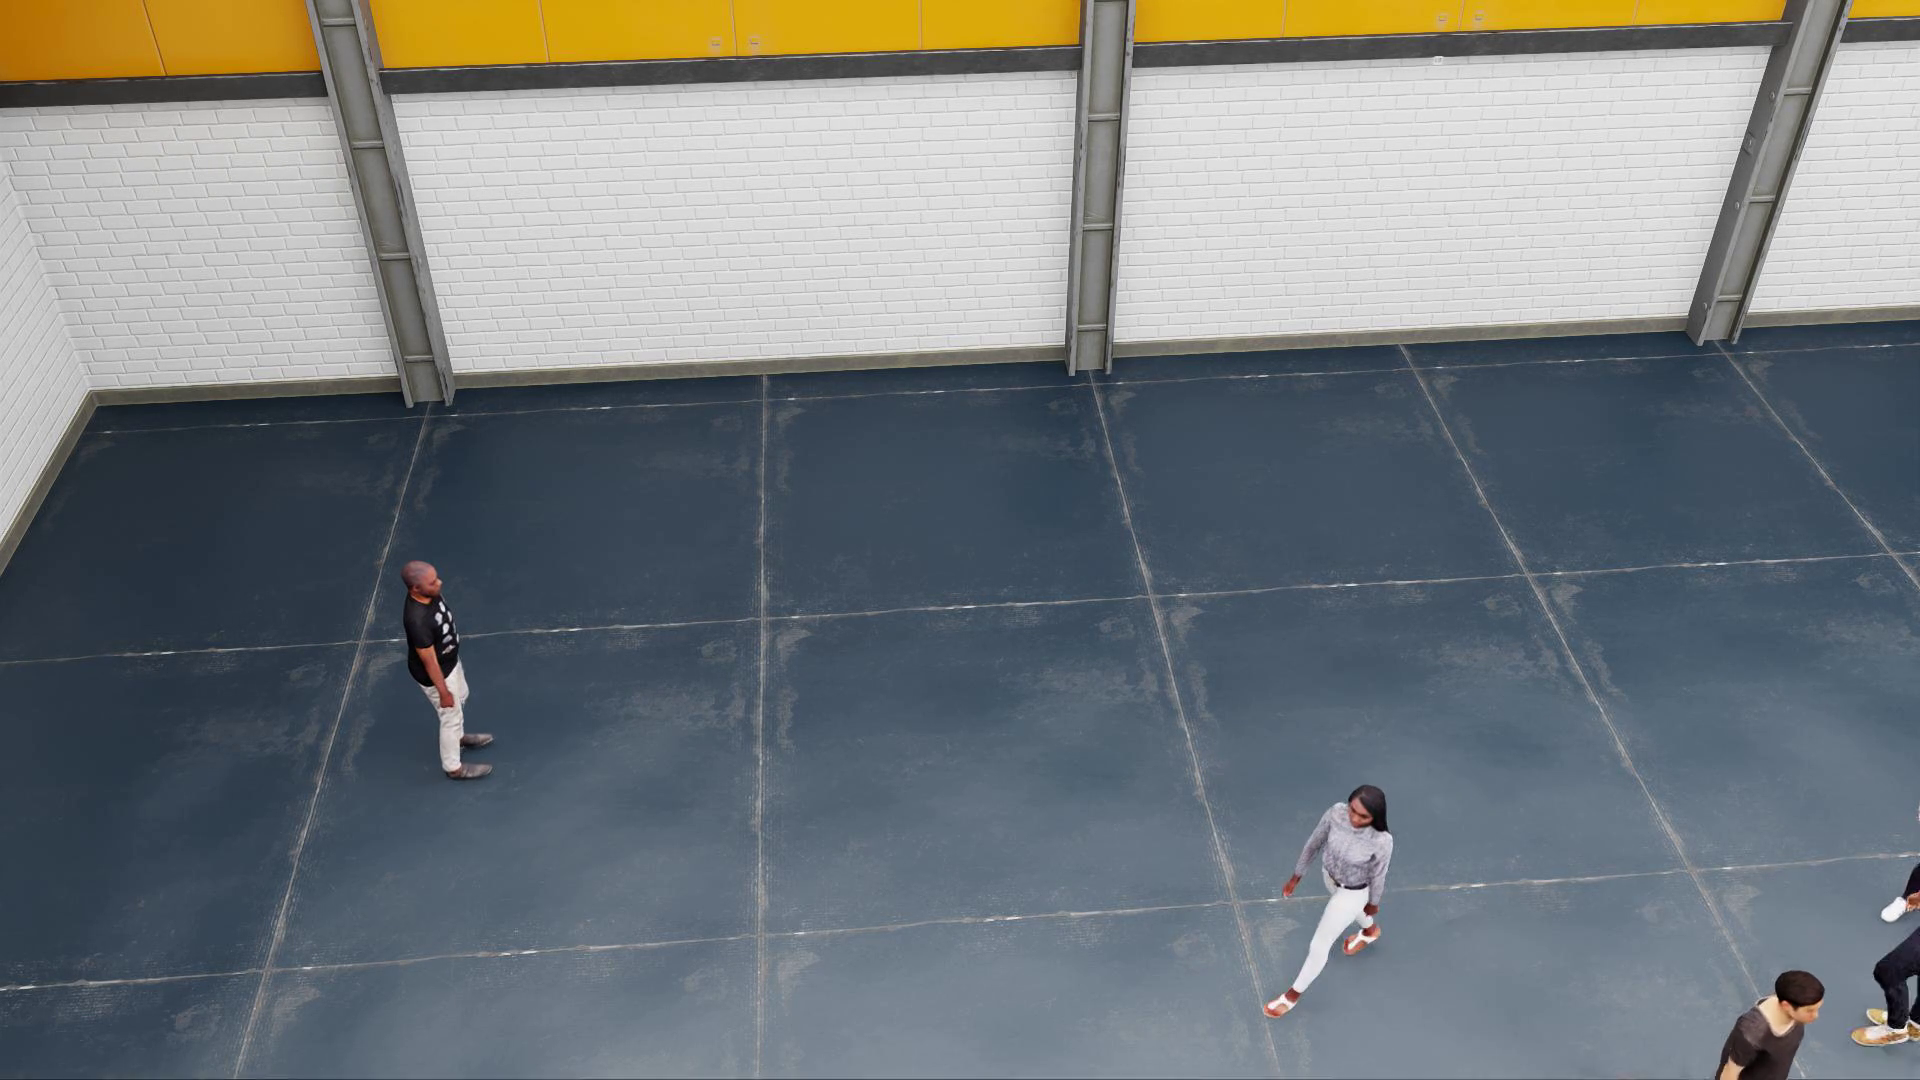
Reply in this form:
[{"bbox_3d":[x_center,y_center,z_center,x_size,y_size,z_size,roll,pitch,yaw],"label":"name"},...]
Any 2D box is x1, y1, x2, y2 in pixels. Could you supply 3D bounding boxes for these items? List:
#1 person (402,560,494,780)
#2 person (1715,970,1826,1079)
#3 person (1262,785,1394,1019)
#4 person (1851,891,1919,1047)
[{"bbox_3d":[-3.439,0.843,10.943,0.602,1.797,0.672,-7,39,-8],"label":"person"},{"bbox_3d":[4.030,2.746,8.630,0.710,1.708,0.804,-25,45,-28],"label":"person"},{"bbox_3d":[2.284,1.978,9.622,1.296,1.671,1.009,-22,44,-25],"label":"person"},{"bbox_3d":[5.537,2.189,9.191,0.832,1.879,0.793,21,43,24],"label":"person"}]
